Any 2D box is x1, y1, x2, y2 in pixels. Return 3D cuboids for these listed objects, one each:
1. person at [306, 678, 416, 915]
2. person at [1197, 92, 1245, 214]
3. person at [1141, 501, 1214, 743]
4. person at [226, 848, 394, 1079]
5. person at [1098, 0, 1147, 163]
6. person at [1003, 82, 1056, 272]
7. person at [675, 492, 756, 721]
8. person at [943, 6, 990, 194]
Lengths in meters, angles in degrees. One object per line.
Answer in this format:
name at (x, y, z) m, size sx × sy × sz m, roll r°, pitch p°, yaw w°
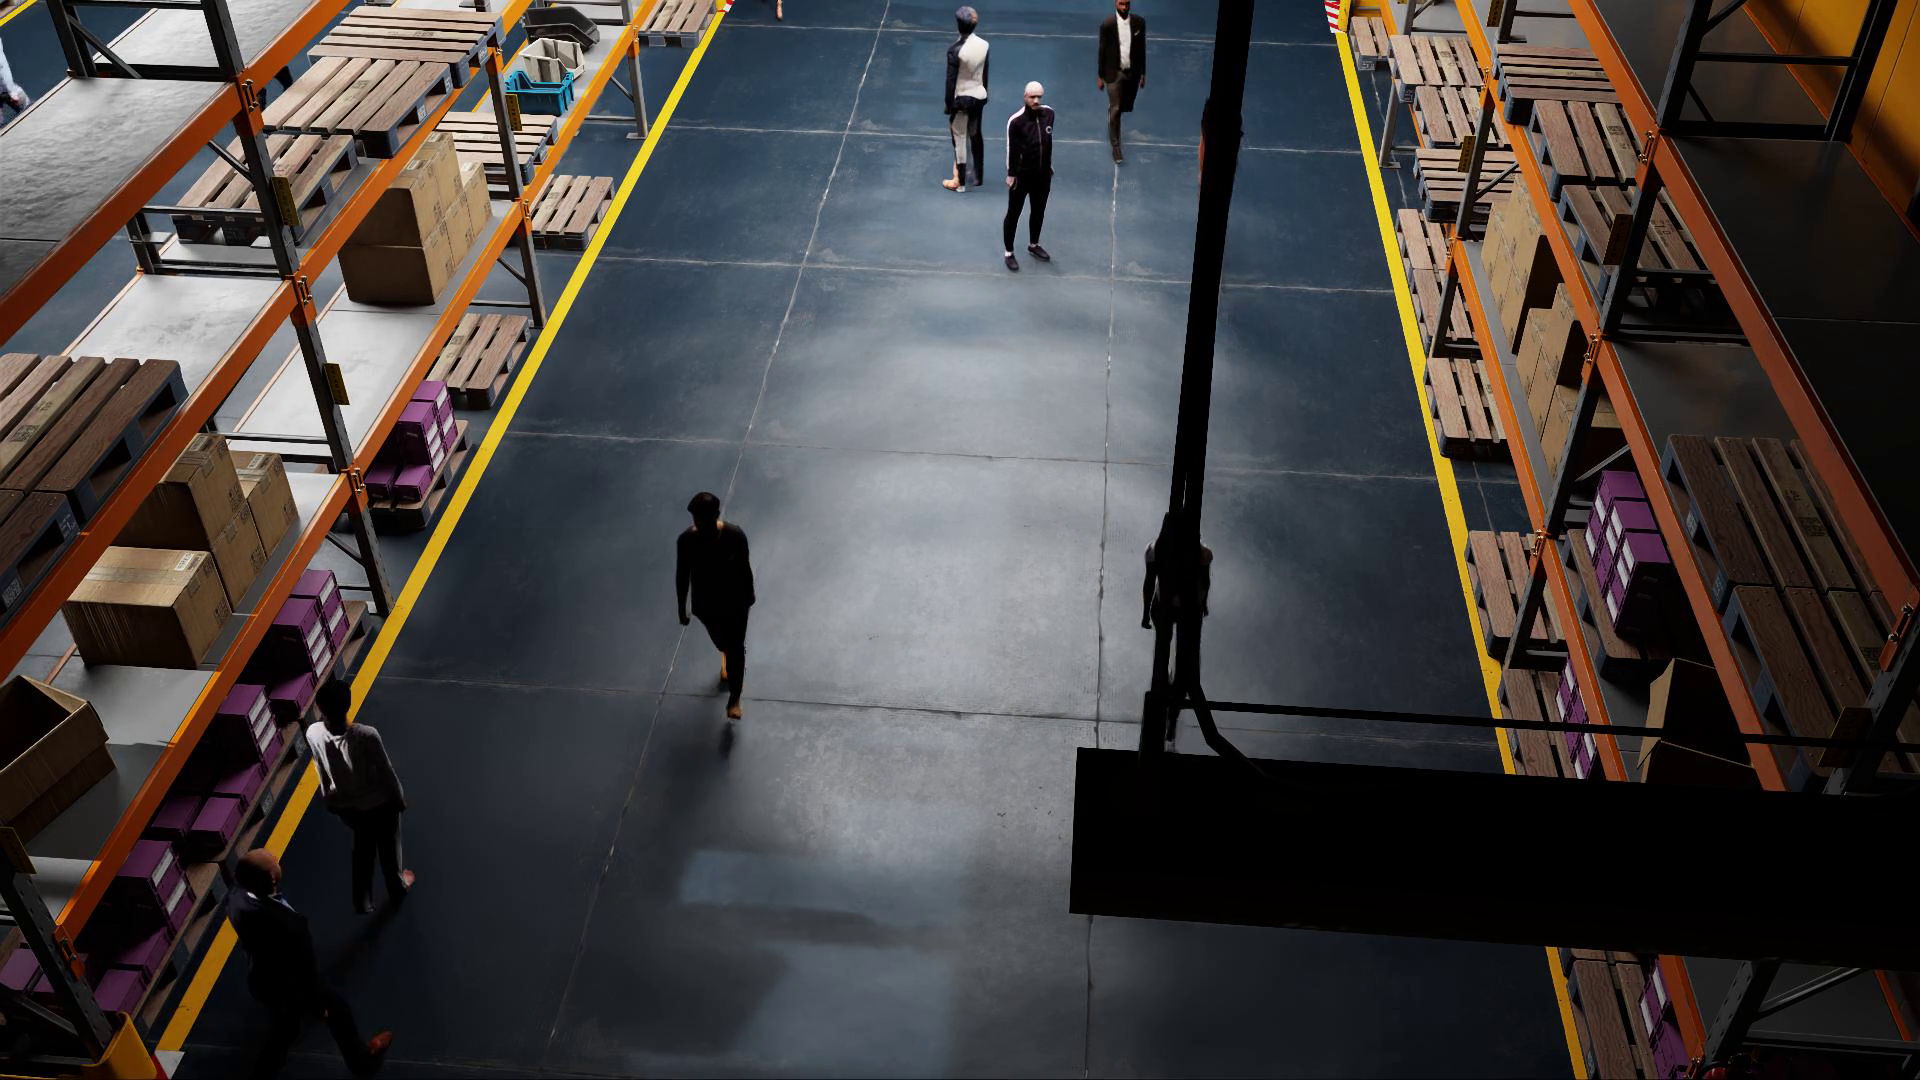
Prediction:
person at (-3.439, 1.541, 9.486) m, size 0.596 × 1.758 × 0.715 m, roll 4°, pitch 39°, yaw 5°
person at (2.480, -3.489, 15.928) m, size 0.580 × 1.581 × 1.020 m, roll 2°, pitch 39°, yaw 2°
person at (1.400, 0.537, 10.756) m, size 0.713 × 1.743 × 1.129 m, roll 9°, pitch 39°, yaw 11°
person at (-3.495, 2.331, 8.492) m, size 1.030 × 1.766 × 1.242 m, roll 23°, pitch 44°, yaw 26°
person at (1.692, -4.948, 17.595) m, size 0.853 × 1.779 × 1.121 m, roll -6°, pitch 39°, yaw -8°
person at (0.652, -3.460, 15.689) m, size 0.764 × 1.833 × 0.784 m, roll -21°, pitch 43°, yaw -24°
person at (-1.601, 0.324, 11.076) m, size 0.699 × 1.676 × 1.036 m, roll 0°, pitch 39°, yaw 0°
person at (0.071, -4.473, 16.909) m, size 0.759 × 1.893 × 0.812 m, roll -26°, pitch 45°, yaw -29°
